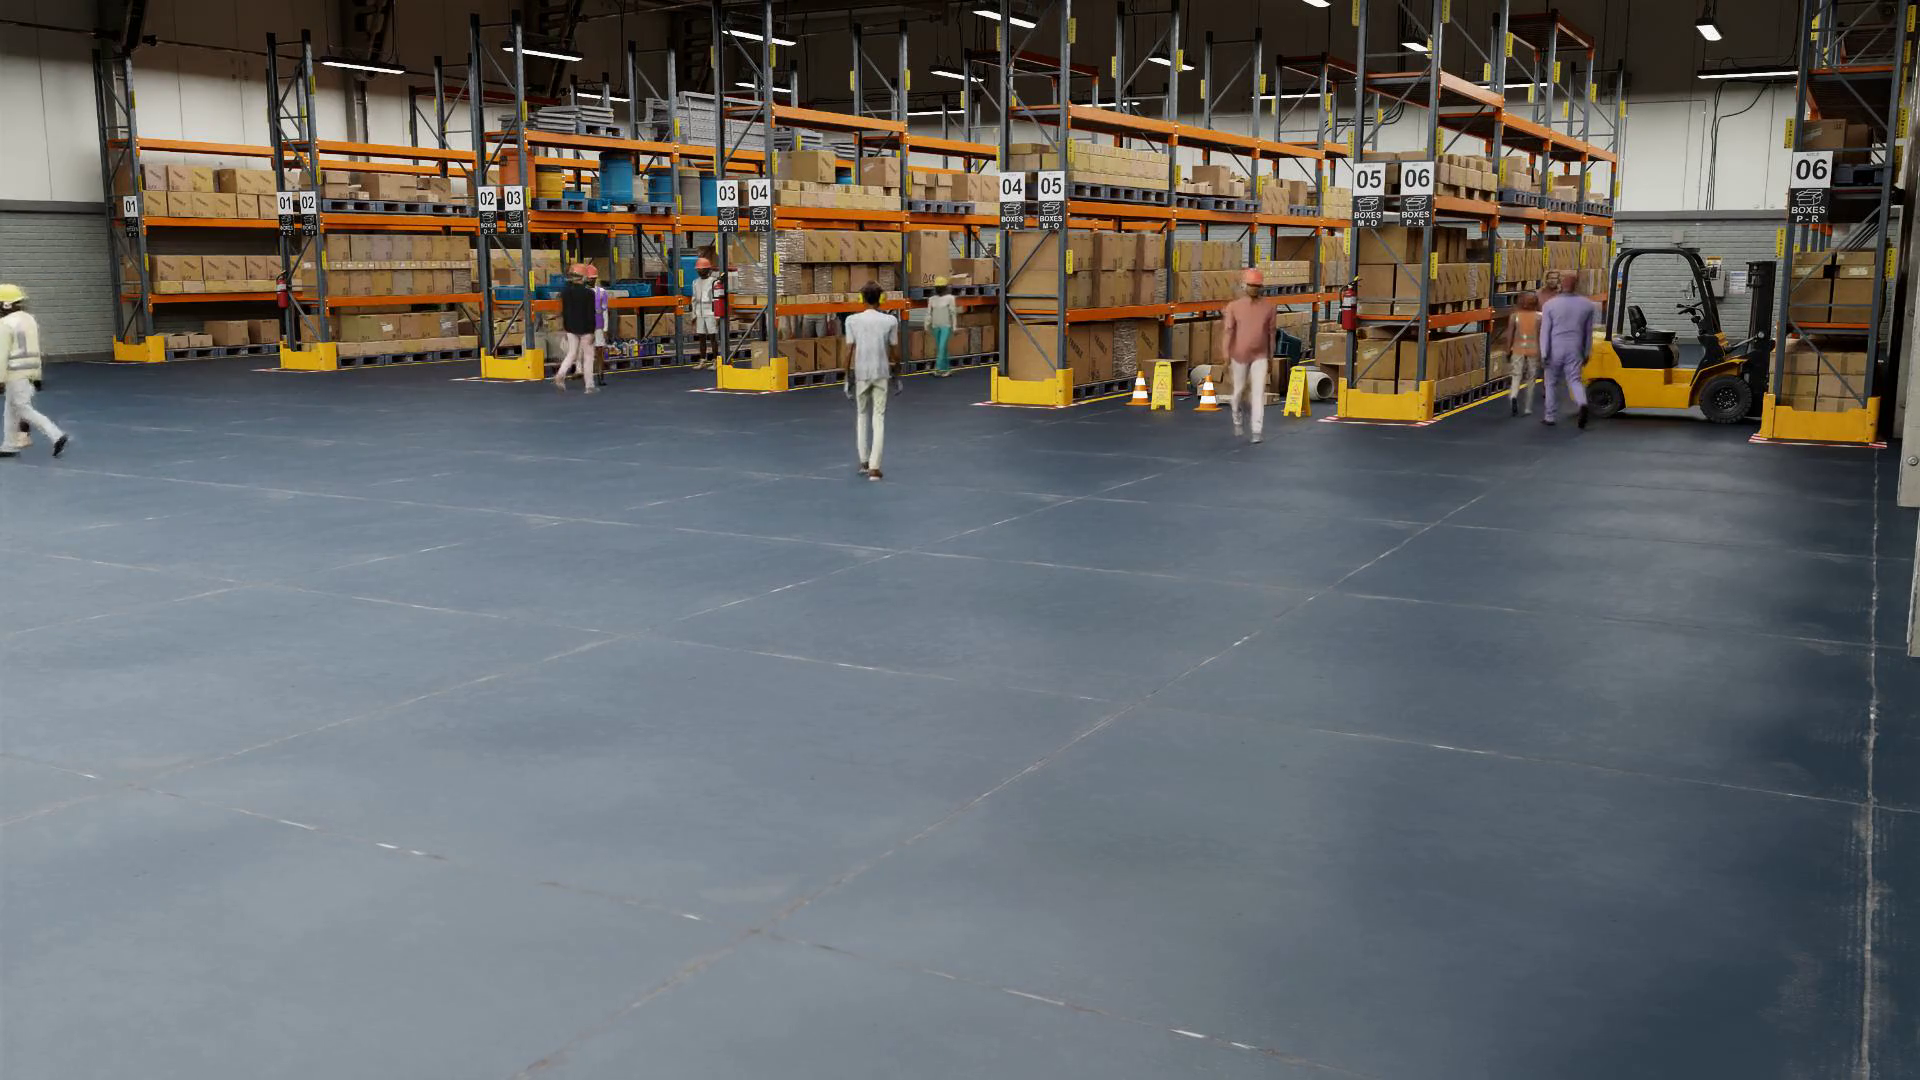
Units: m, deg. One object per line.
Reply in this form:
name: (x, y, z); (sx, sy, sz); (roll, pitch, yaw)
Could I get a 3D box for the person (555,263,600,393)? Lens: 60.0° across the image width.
person: (-5.750, -3.161, 24.945); (0.617, 1.977, 0.750); (4, 11, 23)

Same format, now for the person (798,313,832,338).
person: (-2.580, -3.918, 29.524); (0.625, 1.932, 0.374); (0, 10, -1)

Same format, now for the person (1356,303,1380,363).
person: (7.794, -4.292, 31.748); (0.557, 1.907, 0.732); (7, 12, 34)

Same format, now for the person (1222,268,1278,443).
person: (3.272, -2.105, 18.854); (0.623, 1.955, 1.025); (0, 10, 1)

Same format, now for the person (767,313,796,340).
person: (-3.144, -3.721, 29.248); (0.501, 1.625, 0.449); (0, 10, 1)

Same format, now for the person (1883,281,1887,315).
person: (20.061, -5.122, 36.626); (0.387, 1.912, 0.592); (-8, 12, -39)

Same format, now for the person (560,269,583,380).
person: (-6.472, -3.591, 27.818); (0.559, 1.852, 0.393); (9, 13, 42)

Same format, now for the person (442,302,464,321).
person: (-10.794, -4.739, 35.213); (0.508, 1.613, 0.644); (6, 11, 30)

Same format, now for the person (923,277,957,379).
person: (-0.349, -3.611, 28.319); (0.549, 1.711, 0.922); (6, 11, 30)

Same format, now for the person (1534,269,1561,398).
person: (8.530, -2.968, 24.103); (0.665, 1.865, 0.908); (5, 11, 28)

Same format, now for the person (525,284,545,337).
person: (-7.814, -3.934, 30.579); (0.512, 1.589, 0.849); (7, 12, 36)

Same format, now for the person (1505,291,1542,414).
person: (7.368, -2.422, 21.652); (0.520, 1.623, 0.608); (5, 11, 25)

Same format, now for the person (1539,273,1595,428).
person: (7.355, -2.292, 20.151); (0.651, 1.879, 0.832); (0, 10, -1)

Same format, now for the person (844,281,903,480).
person: (-0.806, -1.514, 15.699); (0.522, 1.838, 0.878); (1, 10, 4)

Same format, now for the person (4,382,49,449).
person: (-10.209, -1.851, 18.140); (0.539, 1.670, 0.658); (2, 10, 10)

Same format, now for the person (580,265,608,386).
person: (-5.897, -3.423, 26.631); (0.540, 1.930, 0.384); (-3, 10, -16)

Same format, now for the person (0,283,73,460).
person: (-9.494, -1.695, 16.864); (0.837, 1.806, 0.596); (-1, 10, -5)

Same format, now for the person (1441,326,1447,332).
person: (11.156, -5.357, 38.074); (0.629, 1.877, 0.879); (-2, 10, -13)

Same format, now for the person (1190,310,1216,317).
person: (4.846, -4.396, 33.183); (0.509, 1.629, 0.315); (2, 10, 14)

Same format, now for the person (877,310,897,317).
person: (-1.582, -4.992, 35.966); (0.528, 1.871, 0.323); (7, 12, 34)

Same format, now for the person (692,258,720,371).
person: (-4.604, -4.069, 30.060); (0.614, 2.038, 0.395); (5, 11, 28)
